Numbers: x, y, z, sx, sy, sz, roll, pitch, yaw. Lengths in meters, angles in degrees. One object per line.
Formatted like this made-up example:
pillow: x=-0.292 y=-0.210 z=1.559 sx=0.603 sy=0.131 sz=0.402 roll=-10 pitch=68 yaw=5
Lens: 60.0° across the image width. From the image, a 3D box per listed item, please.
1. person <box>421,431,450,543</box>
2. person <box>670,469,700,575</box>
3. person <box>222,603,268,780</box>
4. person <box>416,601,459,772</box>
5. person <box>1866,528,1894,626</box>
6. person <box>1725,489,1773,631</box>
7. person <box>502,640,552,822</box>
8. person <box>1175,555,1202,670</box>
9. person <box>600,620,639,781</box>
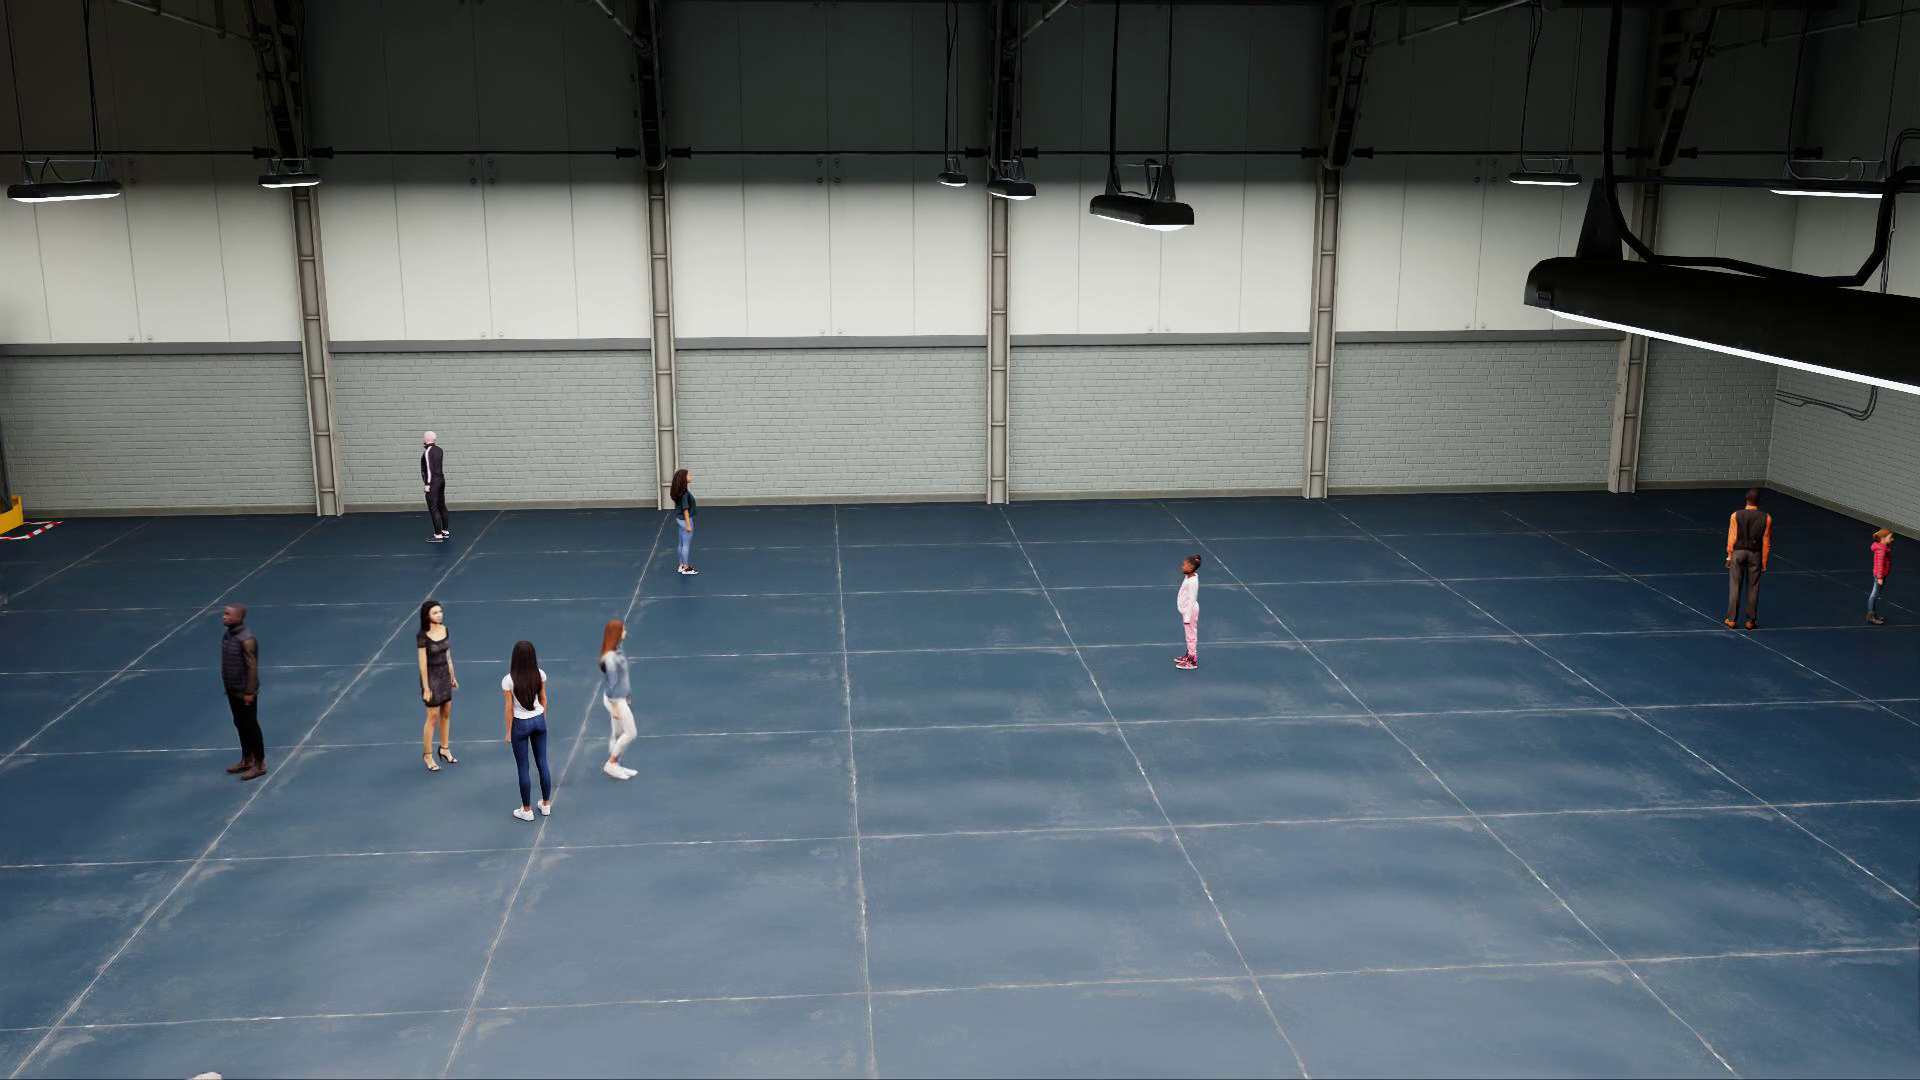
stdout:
person: x=-8.700 y=-0.902 z=27.576 sx=0.660 sy=1.836 sz=0.726 roll=2 pitch=13 yaw=9
person: x=-4.218 y=-0.293 z=25.434 sx=0.696 sy=1.617 sz=0.678 roll=-6 pitch=14 yaw=-24
person: x=-7.371 y=1.528 z=17.087 sx=0.761 sy=1.836 sz=0.822 roll=11 pitch=17 yaw=39
person: x=-5.464 y=1.494 z=17.328 sx=0.640 sy=1.792 sz=0.664 roll=5 pitch=14 yaw=21
person: x=12.575 y=0.481 z=22.755 sx=0.643 sy=1.318 sz=0.598 roll=8 pitch=15 yaw=31
person: x=10.624 y=0.249 z=22.445 sx=0.717 sy=1.908 sz=0.847 roll=5 pitch=14 yaw=22
person: x=-4.142 y=1.815 z=15.981 sx=0.636 sy=1.775 sz=0.729 roll=-11 pitch=17 yaw=-39
person: x=2.873 y=0.877 z=20.772 sx=0.545 sy=1.441 sz=0.579 roll=1 pitch=13 yaw=4
person: x=-3.574 y=1.642 z=16.908 sx=0.572 sy=1.694 sz=0.629 roll=-1 pitch=13 yaw=-6
